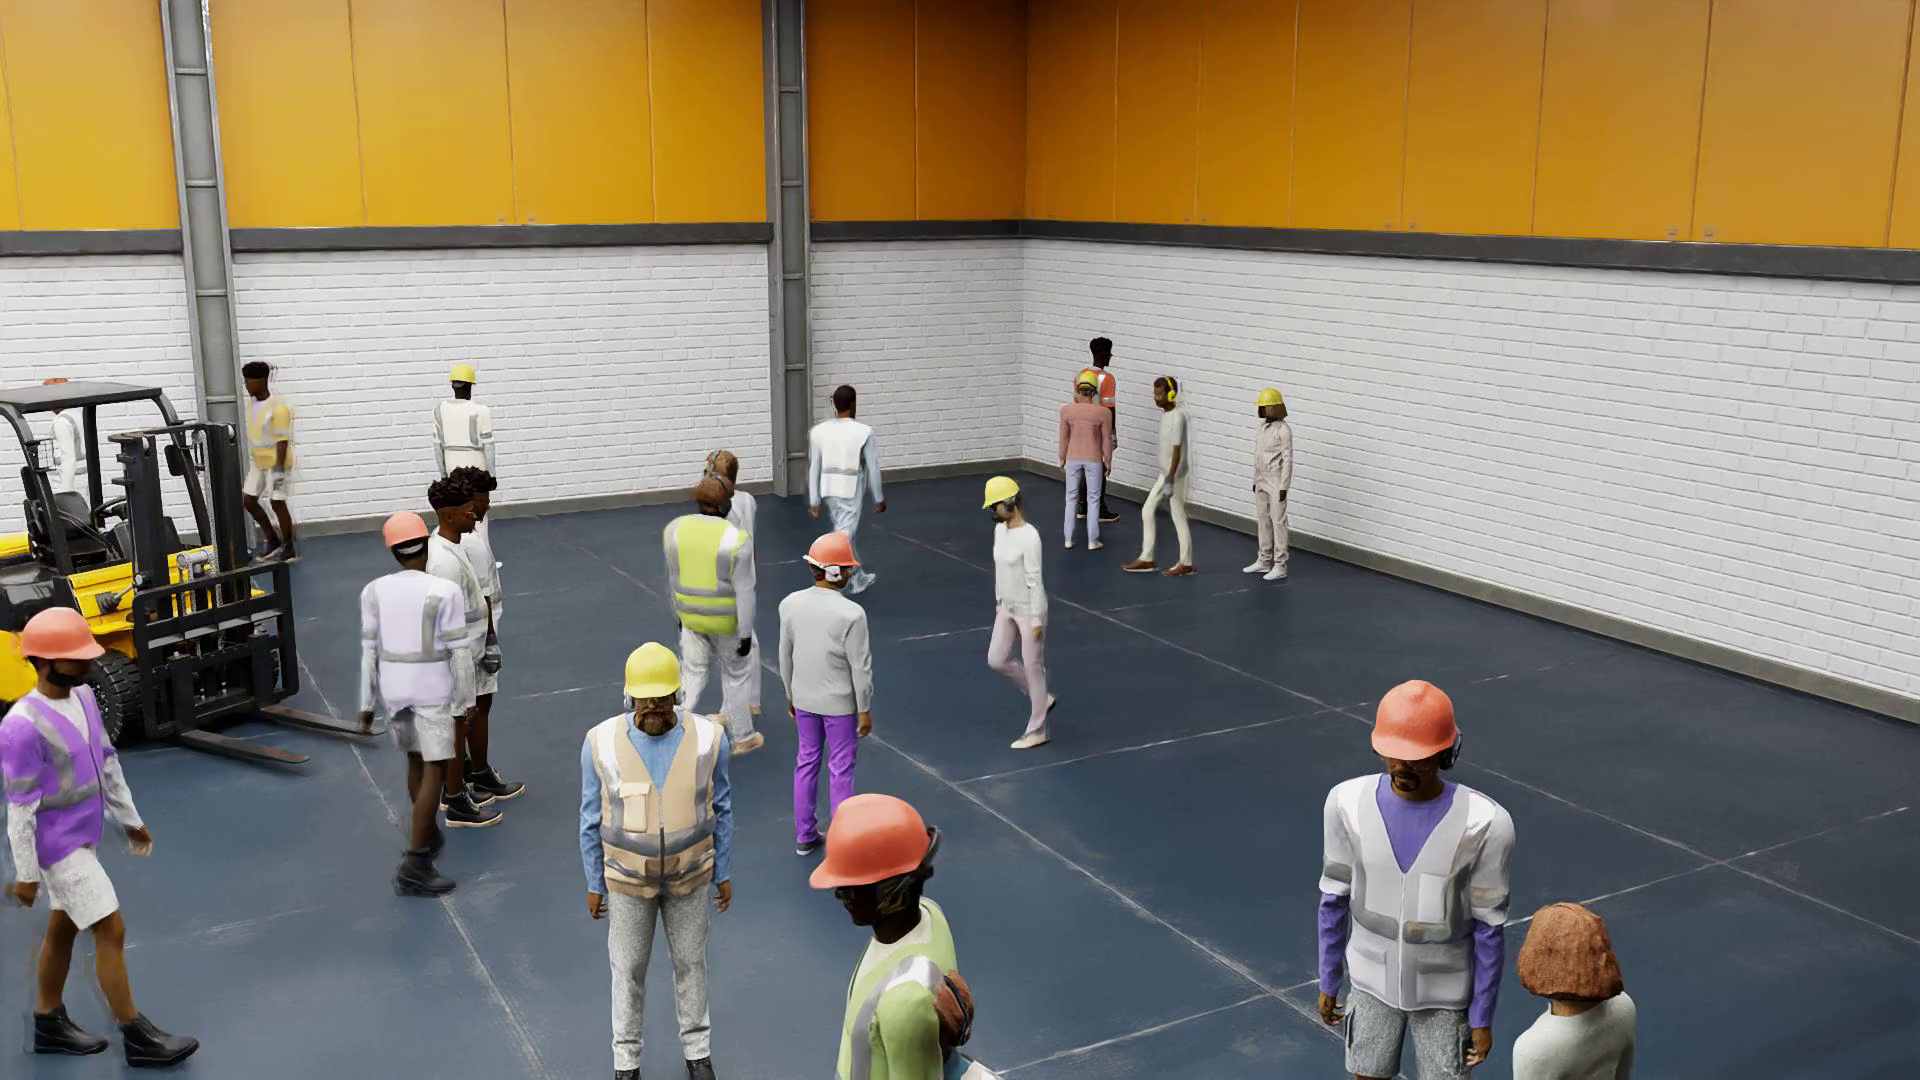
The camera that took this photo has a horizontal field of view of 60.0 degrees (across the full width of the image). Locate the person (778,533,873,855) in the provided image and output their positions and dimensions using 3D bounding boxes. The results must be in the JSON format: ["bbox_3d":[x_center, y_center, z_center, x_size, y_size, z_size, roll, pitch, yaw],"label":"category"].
[{"bbox_3d":[-0.684,0.825,8.778,0.568,1.747,0.339,8,14,33],"label":"person"}]

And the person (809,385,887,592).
[{"bbox_3d":[-0.966,-0.380,14.165,0.590,1.868,1.023,6,14,27],"label":"person"}]

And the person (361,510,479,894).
[{"bbox_3d":[-2.800,0.811,8.547,0.576,1.905,0.725,3,12,13],"label":"person"}]

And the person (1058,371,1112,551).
[{"bbox_3d":[1.226,-0.772,16.257,0.532,1.758,0.345,3,12,15],"label":"person"}]

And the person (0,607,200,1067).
[{"bbox_3d":[-3.447,1.196,6.685,0.842,1.907,0.547,-1,12,-6],"label":"person"}]

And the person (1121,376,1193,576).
[{"bbox_3d":[1.799,-0.567,15.100,0.782,1.836,0.550,-2,12,-8],"label":"person"}]

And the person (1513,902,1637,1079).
[{"bbox_3d":[1.643,1.777,4.590,0.498,1.634,0.278,-9,15,-36],"label":"person"}]

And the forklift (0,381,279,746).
[{"bbox_3d":[-5.853,0.085,11.199,2.313,2.155,1.214,7,14,28],"label":"forklift"}]

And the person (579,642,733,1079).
[{"bbox_3d":[-1.165,1.283,6.441,0.586,1.833,0.403,-3,12,-15],"label":"person"}]

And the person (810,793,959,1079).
[{"bbox_3d":[-0.185,1.627,4.347,0.382,2.037,0.606,-1,12,-3],"label":"person"}]

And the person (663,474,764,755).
[{"bbox_3d":[-1.531,0.504,10.156,0.634,1.812,0.807,5,13,21],"label":"person"}]

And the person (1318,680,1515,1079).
[{"bbox_3d":[1.424,1.423,5.325,0.601,2.035,0.411,7,14,28],"label":"person"}]

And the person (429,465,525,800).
[{"bbox_3d":[-2.824,0.537,9.638,0.381,1.958,0.603,-10,15,-38],"label":"person"}]

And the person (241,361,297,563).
[{"bbox_3d":[-6.451,-0.706,15.497,0.634,1.938,0.492,9,15,36],"label":"person"}]

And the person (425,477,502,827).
[{"bbox_3d":[-2.800,0.613,9.263,0.361,1.964,0.617,-4,13,-20],"label":"person"}]

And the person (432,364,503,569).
[{"bbox_3d":[-4.533,-0.653,15.300,0.586,1.923,0.371,2,12,10],"label":"person"}]

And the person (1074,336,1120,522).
[{"bbox_3d":[1.460,-1.179,17.664,0.361,1.963,0.613,-8,15,-34],"label":"person"}]

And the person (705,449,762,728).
[{"bbox_3d":[-1.509,0.320,10.925,0.326,1.843,0.515,6,13,26],"label":"person"}]

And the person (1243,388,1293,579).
[{"bbox_3d":[2.802,-0.515,15.081,0.325,1.740,0.492,-5,13,-24],"label":"person"}]

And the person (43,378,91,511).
[{"bbox_3d":[-7.826,-0.492,14.644,0.358,1.882,0.574,-4,13,-17],"label":"person"}]

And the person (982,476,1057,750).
[{"bbox_3d":[0.389,0.455,10.534,0.458,1.731,0.604,-7,14,-30],"label":"person"}]
